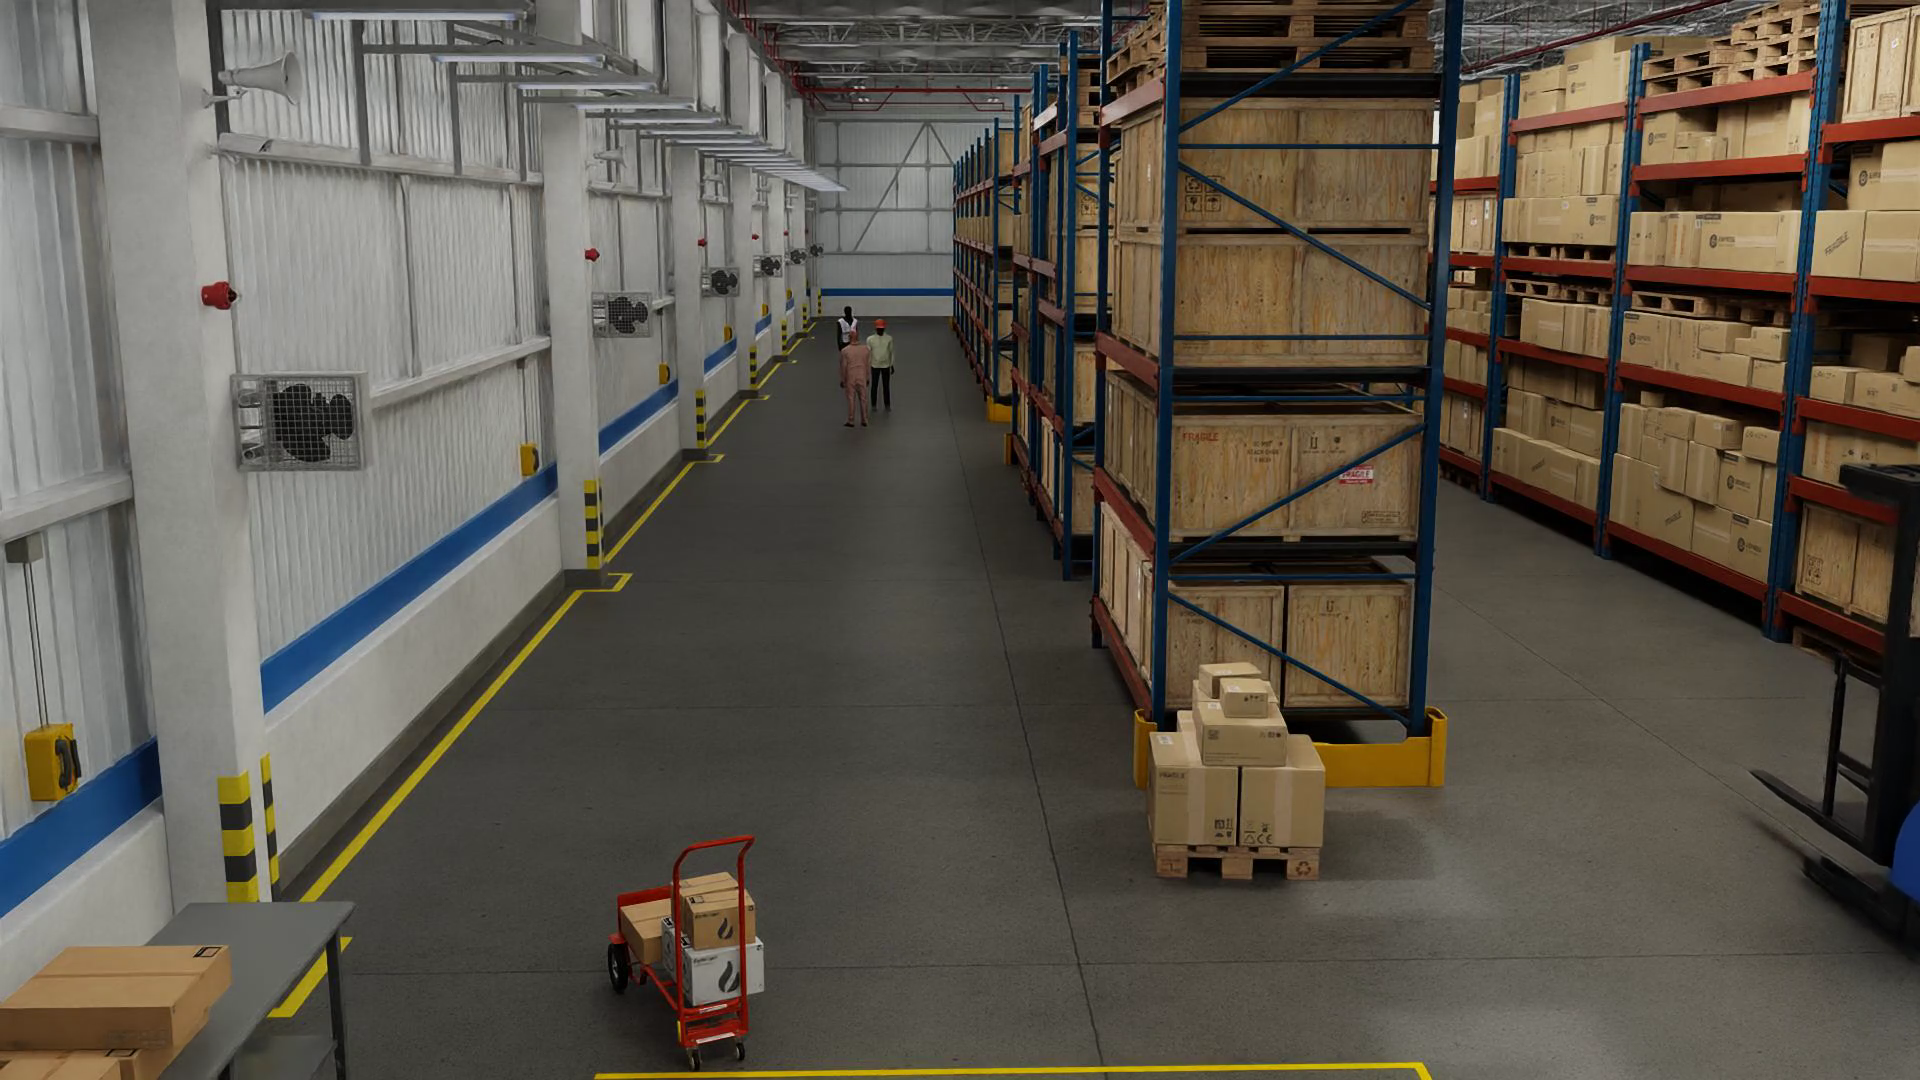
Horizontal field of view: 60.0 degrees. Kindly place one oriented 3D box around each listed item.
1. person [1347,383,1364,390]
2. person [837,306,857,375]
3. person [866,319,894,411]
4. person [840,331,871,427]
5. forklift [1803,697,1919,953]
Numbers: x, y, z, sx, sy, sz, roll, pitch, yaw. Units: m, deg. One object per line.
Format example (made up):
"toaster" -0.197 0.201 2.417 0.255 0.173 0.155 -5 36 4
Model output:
"person" 5.684 -1.464 24.107 0.652 1.875 0.927 3 11 15
"person" -2.881 -5.019 42.502 0.591 1.910 0.388 -8 14 -37
"person" -1.711 -3.748 35.690 0.619 1.986 0.410 -3 11 -14
"person" -2.087 -3.195 33.030 0.636 1.902 0.406 -5 12 -24
"forklift" 5.825 0.898 9.175 1.129 2.768 1.873 0 11 -2
